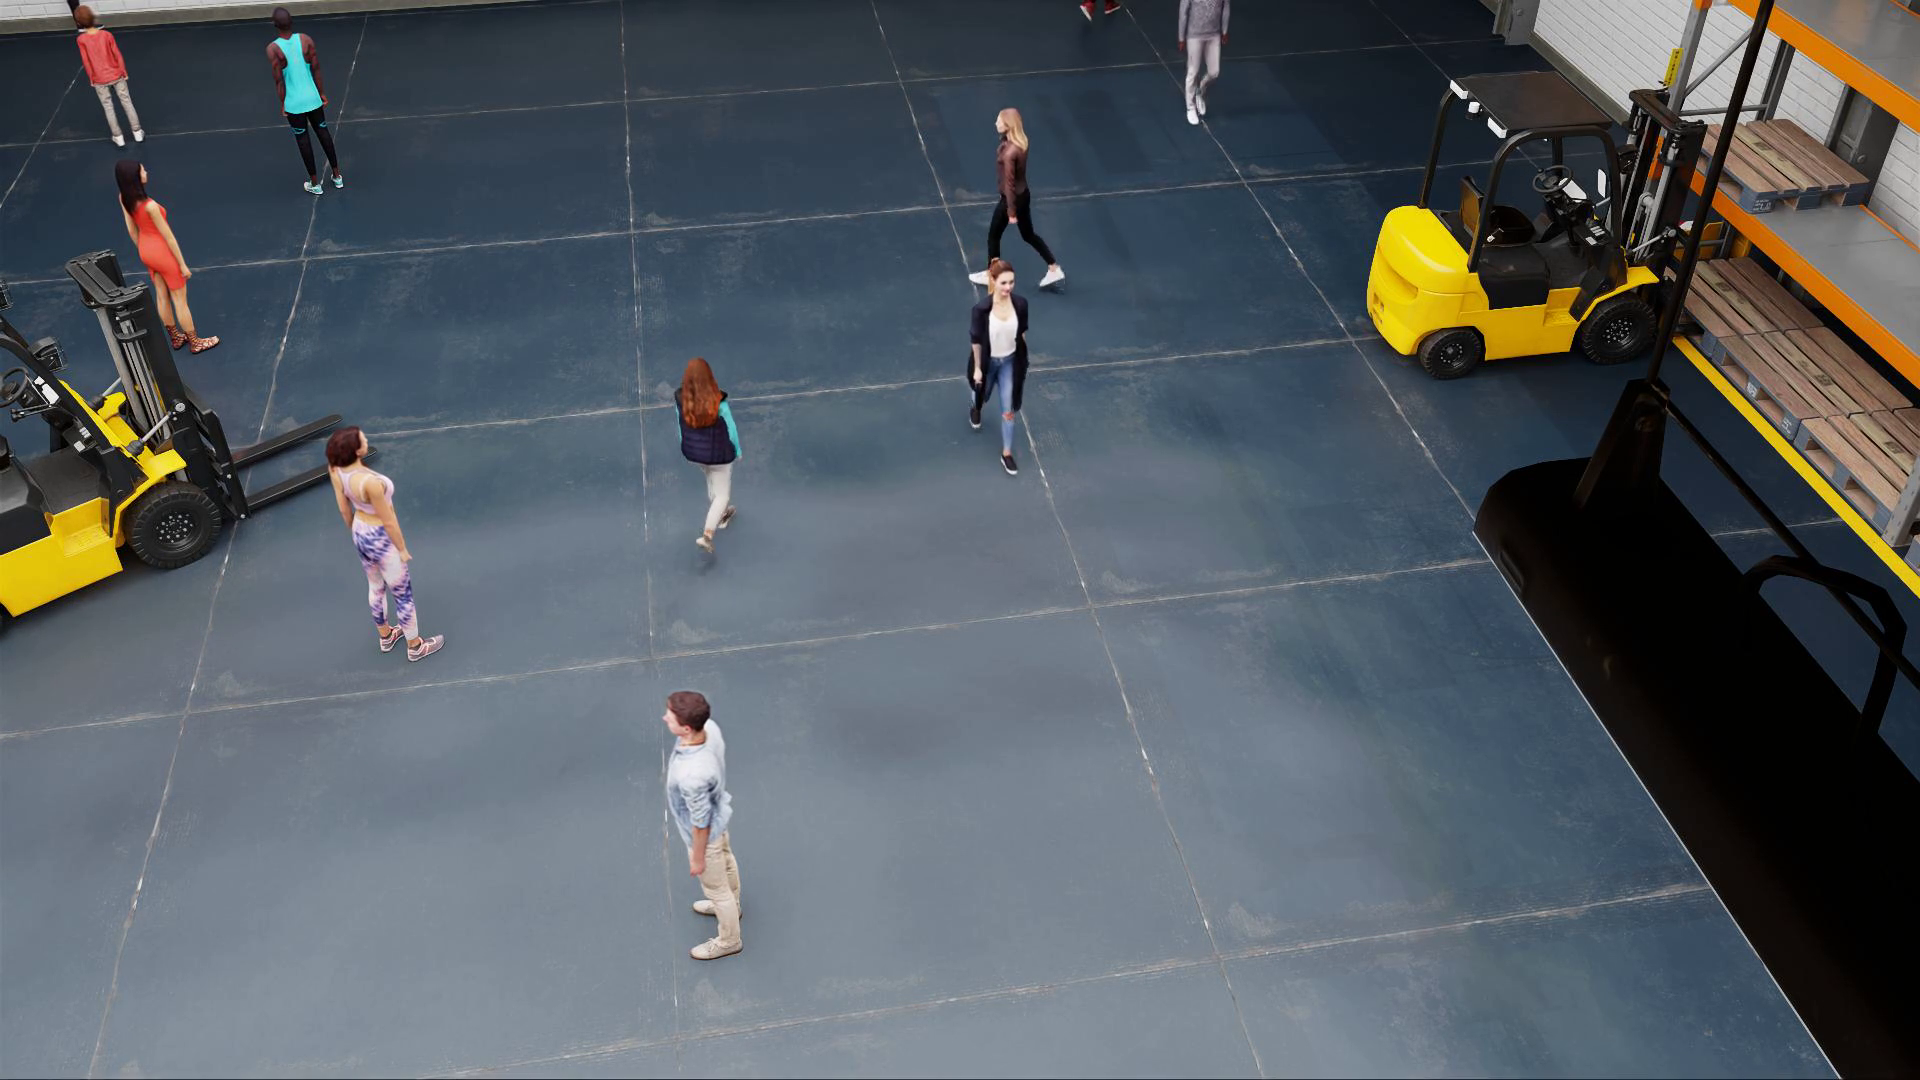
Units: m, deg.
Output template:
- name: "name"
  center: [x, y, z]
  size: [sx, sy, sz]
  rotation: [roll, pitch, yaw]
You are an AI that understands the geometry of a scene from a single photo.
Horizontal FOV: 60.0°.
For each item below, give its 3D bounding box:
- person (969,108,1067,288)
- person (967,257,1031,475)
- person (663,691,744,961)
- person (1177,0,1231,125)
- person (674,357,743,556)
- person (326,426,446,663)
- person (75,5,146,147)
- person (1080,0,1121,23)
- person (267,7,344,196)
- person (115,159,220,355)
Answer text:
- name: "person"
  center: [0.550, -2.904, 14.325]
  size: [1.023, 1.672, 1.110]
  rotation: [13, 40, 16]
- name: "person"
  center: [0.243, -1.357, 12.401]
  size: [0.629, 1.655, 1.066]
  rotation: [-7, 39, -9]
- name: "person"
  center: [-1.323, 1.482, 8.693]
  size: [0.745, 1.847, 0.556]
  rotation: [0, 39, 0]
- name: "person"
  center: [2.481, -5.228, 17.111]
  size: [0.700, 1.826, 0.626]
  rotation: [-6, 39, -8]
- name: "person"
  center: [-1.751, -0.577, 11.560]
  size: [0.839, 1.487, 0.989]
  rotation: [13, 40, 16]
- name: "person"
  center: [-3.706, 0.015, 10.594]
  size: [0.672, 1.767, 0.710]
  rotation: [19, 42, 22]
- name: "person"
  center: [-8.596, -4.687, 16.761]
  size: [0.573, 1.417, 0.559]
  rotation: [-19, 43, -23]
- name: "person"
  center: [1.678, -6.835, 19.264]
  size: [0.958, 1.652, 1.034]
  rotation: [-28, 46, -30]
- name: "person"
  center: [-6.242, -4.172, 15.801]
  size: [0.675, 1.811, 0.674]
  rotation: [-27, 46, -30]
- name: "person"
  center: [-6.509, -2.303, 13.534]
  size: [0.673, 1.719, 0.701]
  rotation: [17, 42, 20]
